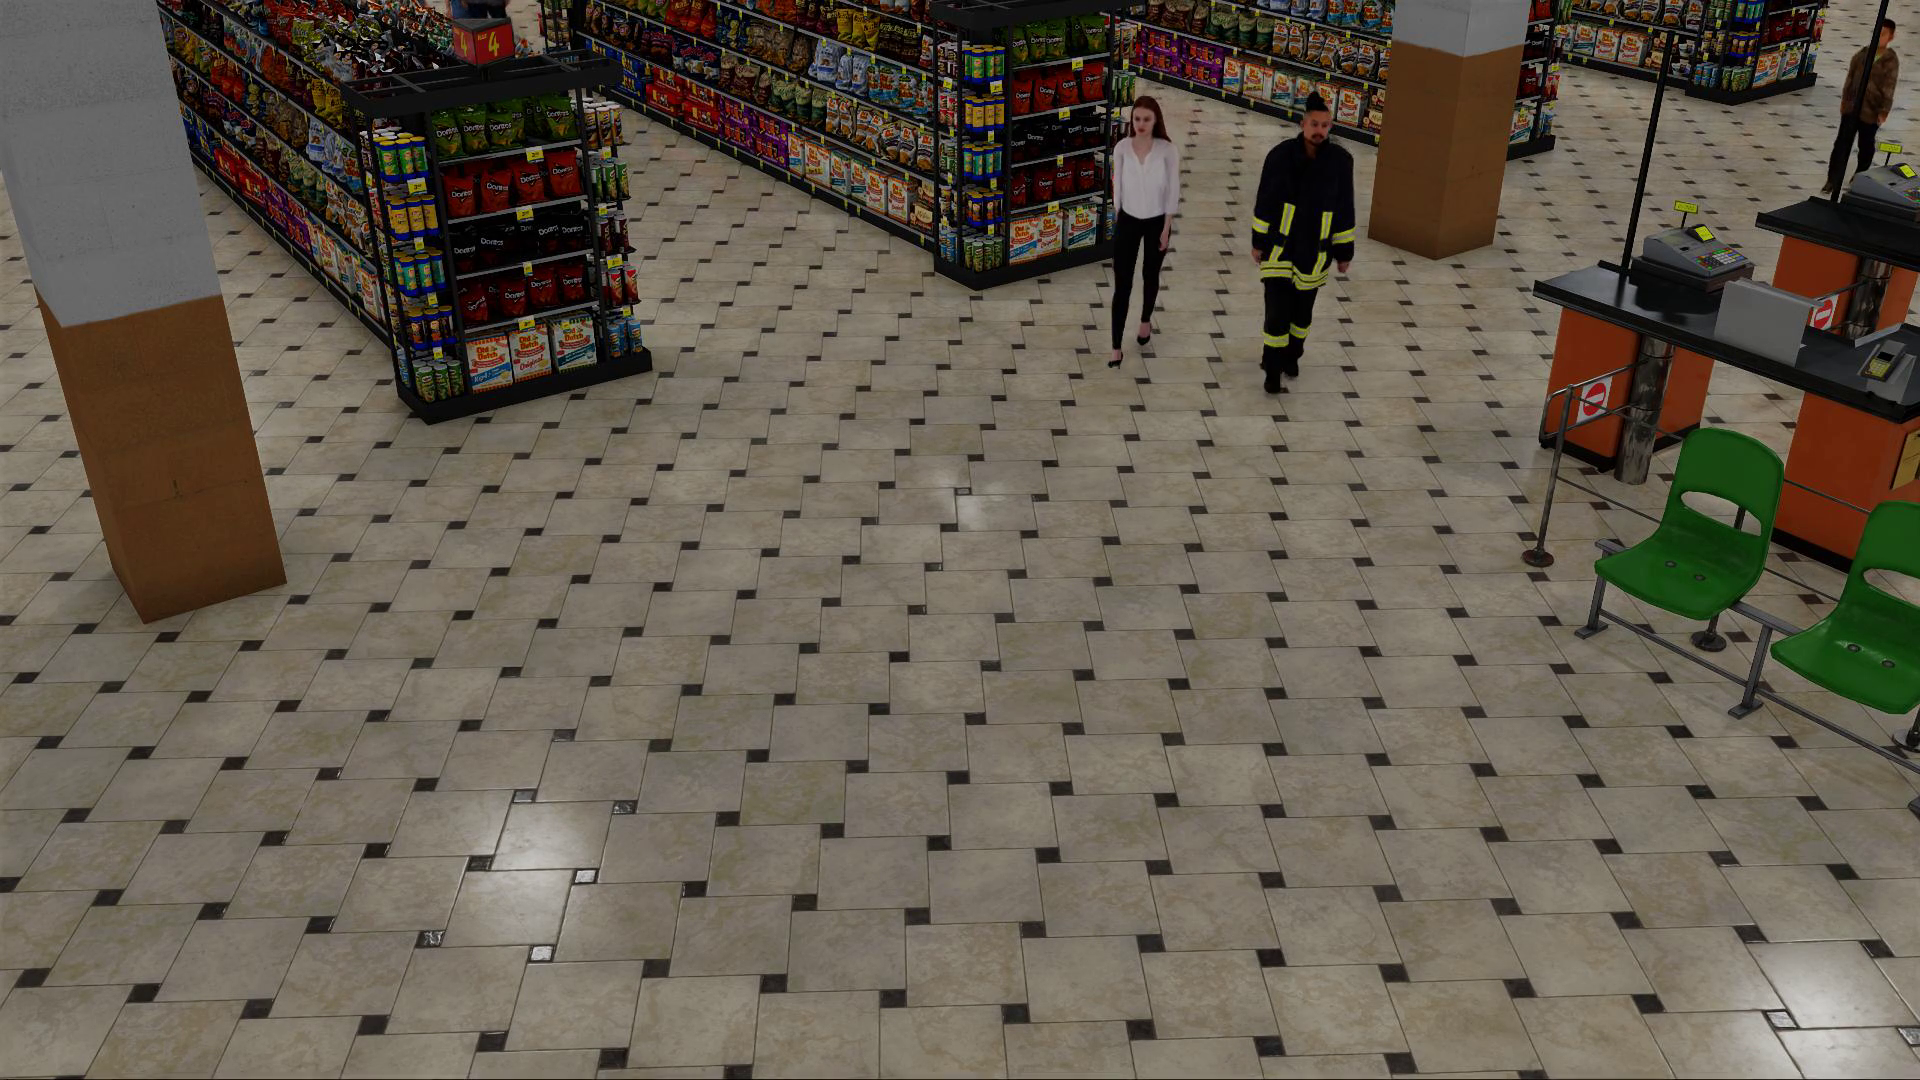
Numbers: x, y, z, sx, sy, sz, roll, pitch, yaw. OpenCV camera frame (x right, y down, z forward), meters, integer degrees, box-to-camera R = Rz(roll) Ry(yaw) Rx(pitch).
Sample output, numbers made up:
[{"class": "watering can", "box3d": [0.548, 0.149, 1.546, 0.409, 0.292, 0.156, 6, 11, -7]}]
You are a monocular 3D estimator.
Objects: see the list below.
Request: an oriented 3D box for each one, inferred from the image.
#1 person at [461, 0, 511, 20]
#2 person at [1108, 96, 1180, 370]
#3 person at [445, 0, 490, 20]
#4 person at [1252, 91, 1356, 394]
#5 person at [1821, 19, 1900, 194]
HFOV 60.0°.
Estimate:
[{"class": "person", "box3d": [-4.944, -5.654, 17.358, 0.772, 1.854, 0.739, -10, 30, -18]}, {"class": "person", "box3d": [1.217, -2.008, 10.833, 1.140, 1.708, 1.146, 7, 29, 13]}, {"class": "person", "box3d": [-5.242, -5.689, 17.667, 0.712, 1.620, 0.961, -14, 31, -23]}, {"class": "person", "box3d": [2.136, -1.912, 10.516, 1.025, 1.844, 1.088, 1, 29, 3]}, {"class": "person", "box3d": [7.766, -3.704, 14.232, 0.943, 1.427, 0.784, 23, 36, 36]}]
